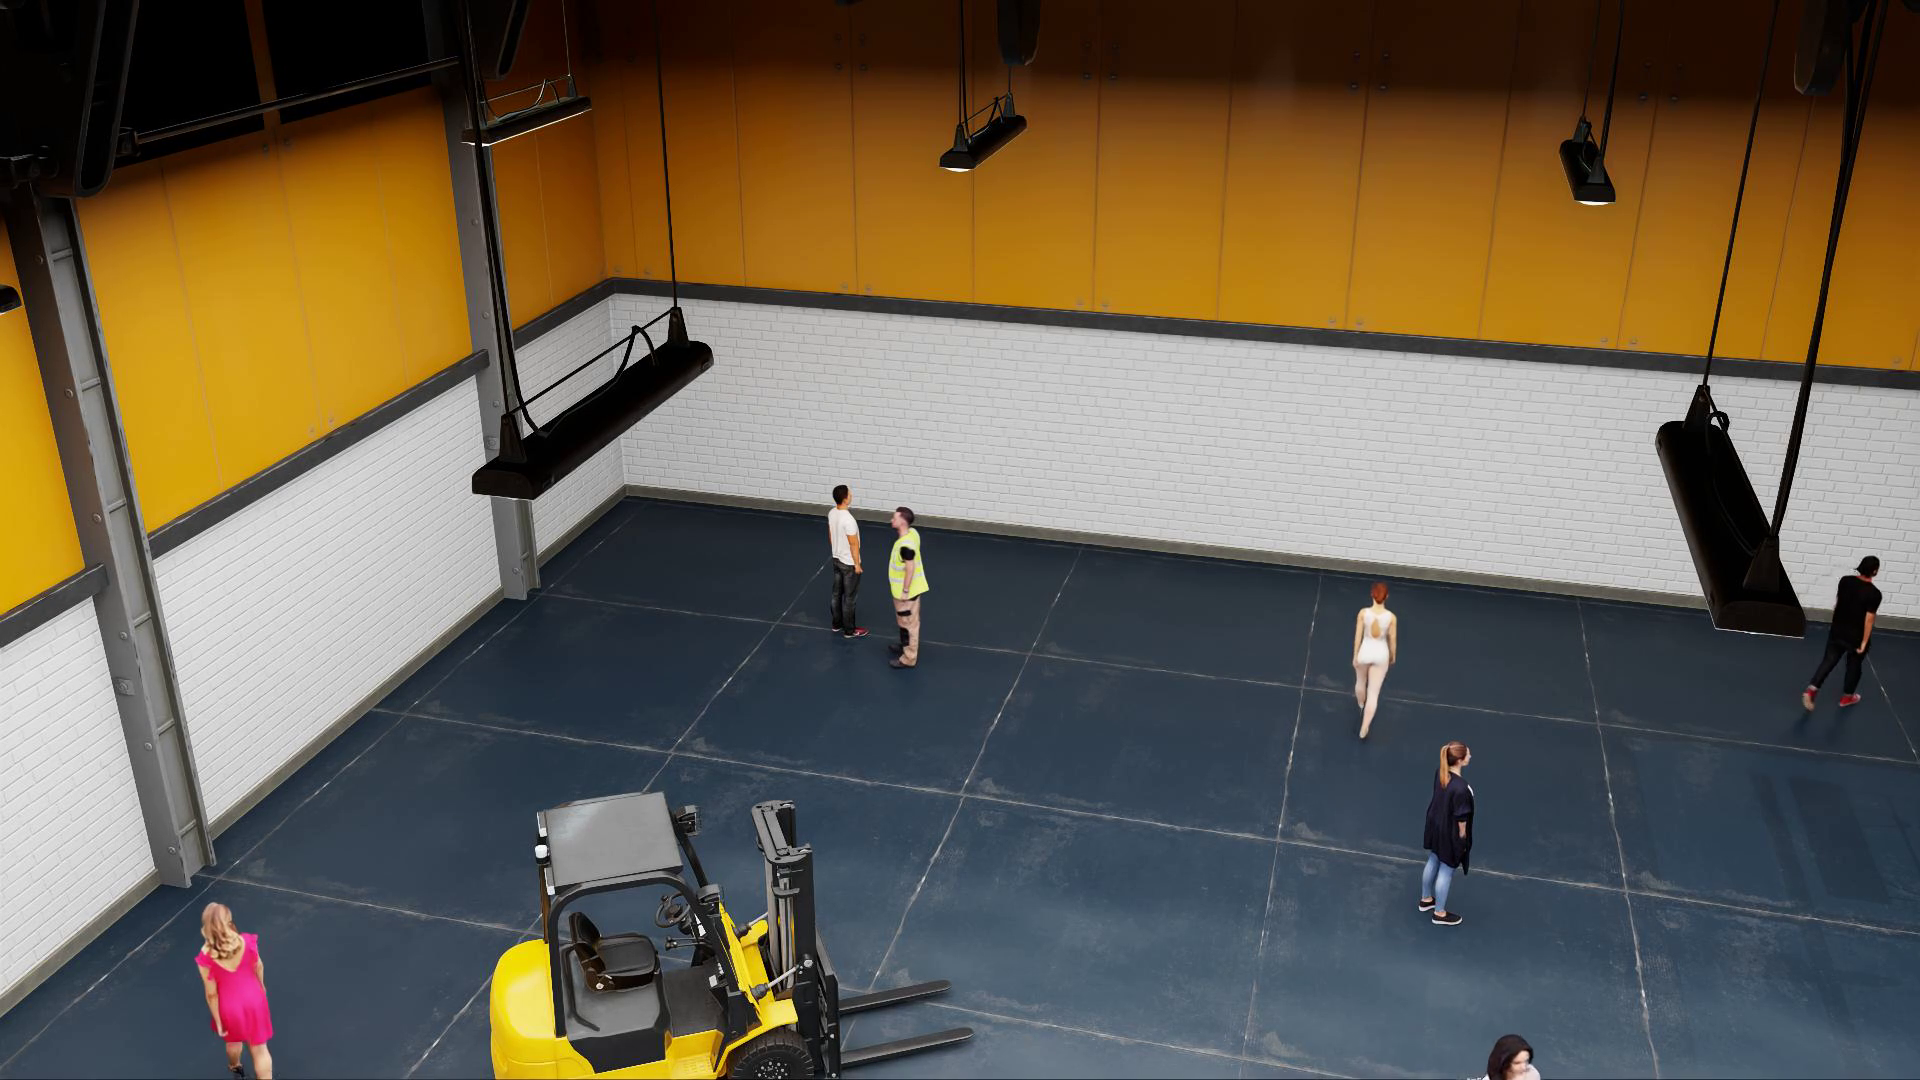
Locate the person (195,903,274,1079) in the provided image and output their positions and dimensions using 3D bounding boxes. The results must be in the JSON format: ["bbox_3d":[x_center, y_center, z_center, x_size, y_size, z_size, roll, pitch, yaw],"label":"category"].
[{"bbox_3d":[-5.023,3.339,11.681,0.987,1.697,1.023,-14,27,-29],"label":"person"}]

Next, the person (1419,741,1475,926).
[{"bbox_3d":[4.040,2.412,13.816,0.775,1.684,0.661,-6,24,-13],"label":"person"}]

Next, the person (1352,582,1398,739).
[{"bbox_3d":[4.116,1.236,16.616,0.587,1.598,1.026,7,25,15],"label":"person"}]

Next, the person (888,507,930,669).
[{"bbox_3d":[-0.587,0.489,18.014,0.817,1.846,0.721,2,24,4],"label":"person"}]

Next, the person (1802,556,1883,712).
[{"bbox_3d":[9.055,0.974,17.041,1.144,1.736,1.062,-14,27,-29],"label":"person"}]

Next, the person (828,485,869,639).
[{"bbox_3d":[-1.297,0.222,18.675,0.737,1.805,0.713,-17,29,-34],"label":"person"}]

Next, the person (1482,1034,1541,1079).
[{"bbox_3d":[3.399,3.799,10.576,1.055,1.738,1.192,-10,25,-21],"label":"person"}]
